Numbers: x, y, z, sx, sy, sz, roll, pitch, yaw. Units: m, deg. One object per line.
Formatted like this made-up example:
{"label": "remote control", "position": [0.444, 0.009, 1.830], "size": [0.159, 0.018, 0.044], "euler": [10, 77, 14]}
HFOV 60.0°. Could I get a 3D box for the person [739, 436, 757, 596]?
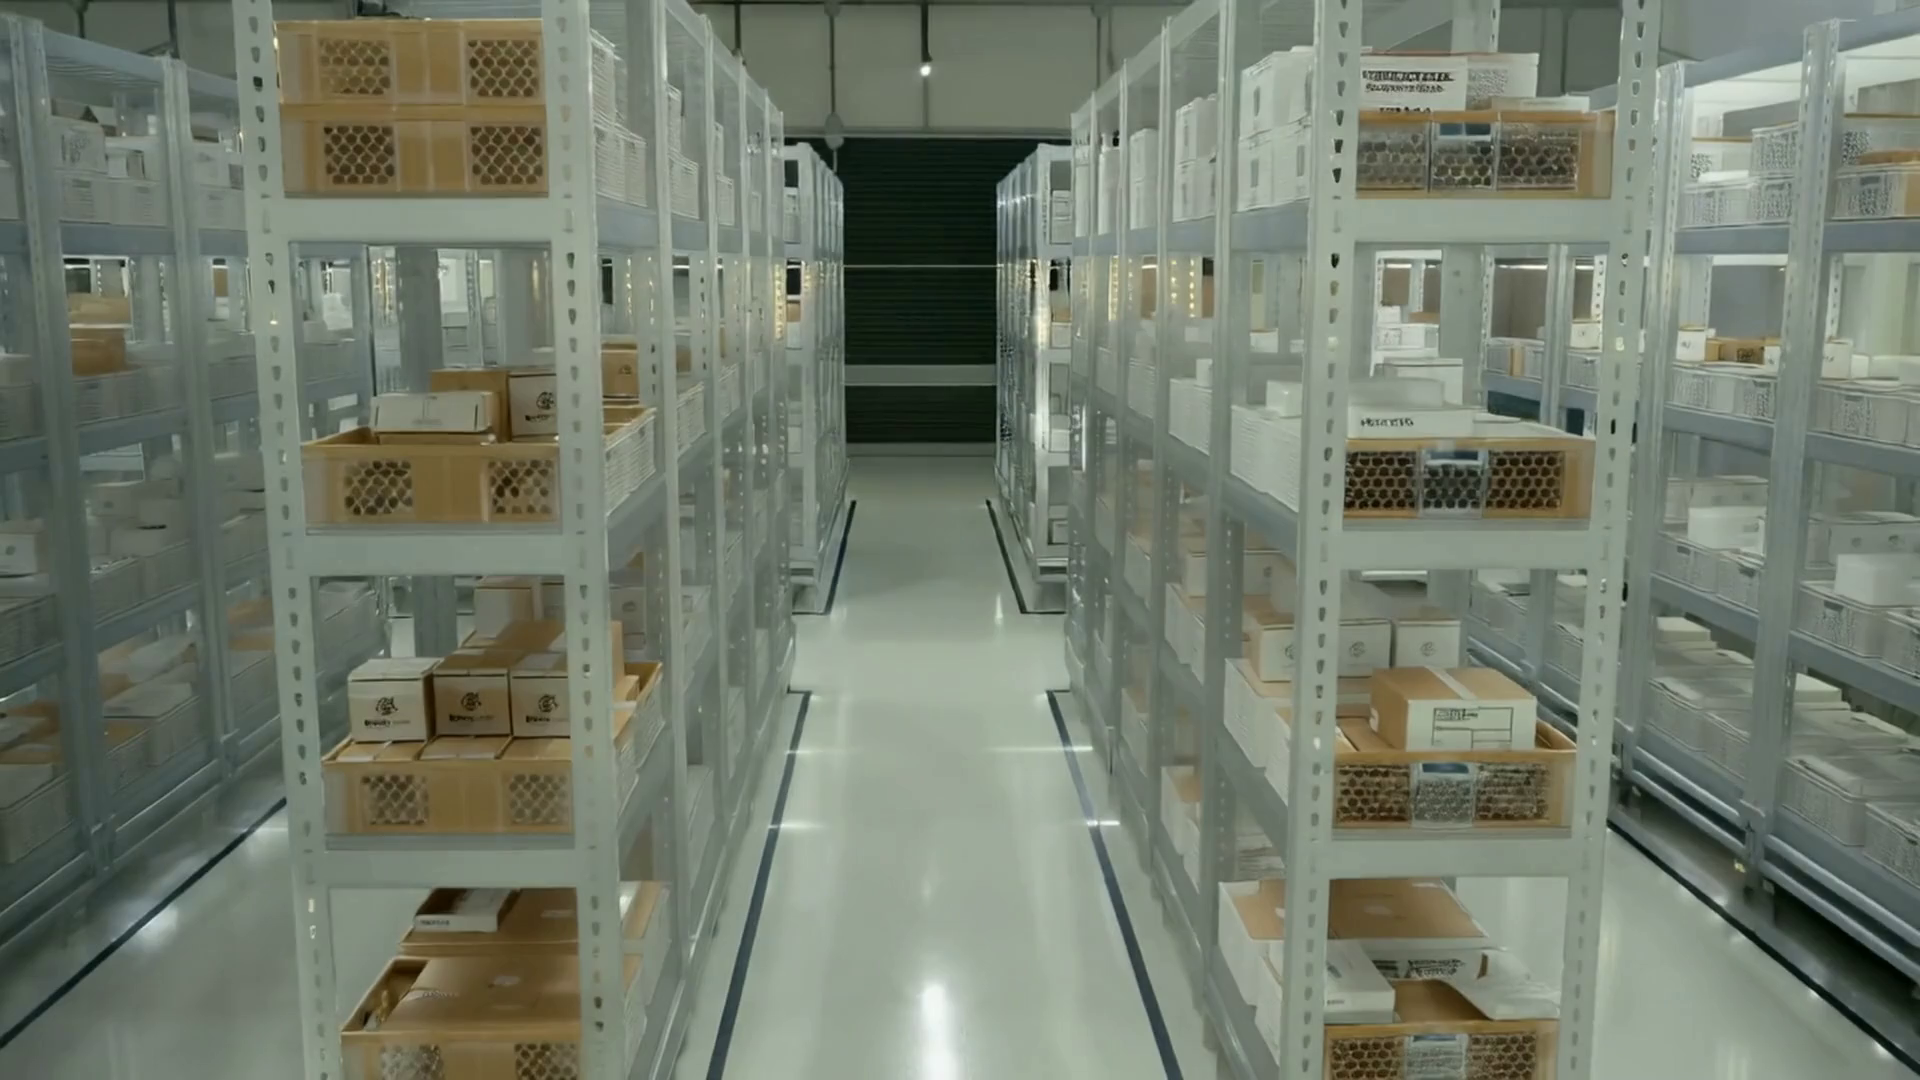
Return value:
{"label": "person", "position": [-1.529, 0.010, 10.769], "size": [0.507, 1.830, 0.584], "euler": [1, 9, 3]}
